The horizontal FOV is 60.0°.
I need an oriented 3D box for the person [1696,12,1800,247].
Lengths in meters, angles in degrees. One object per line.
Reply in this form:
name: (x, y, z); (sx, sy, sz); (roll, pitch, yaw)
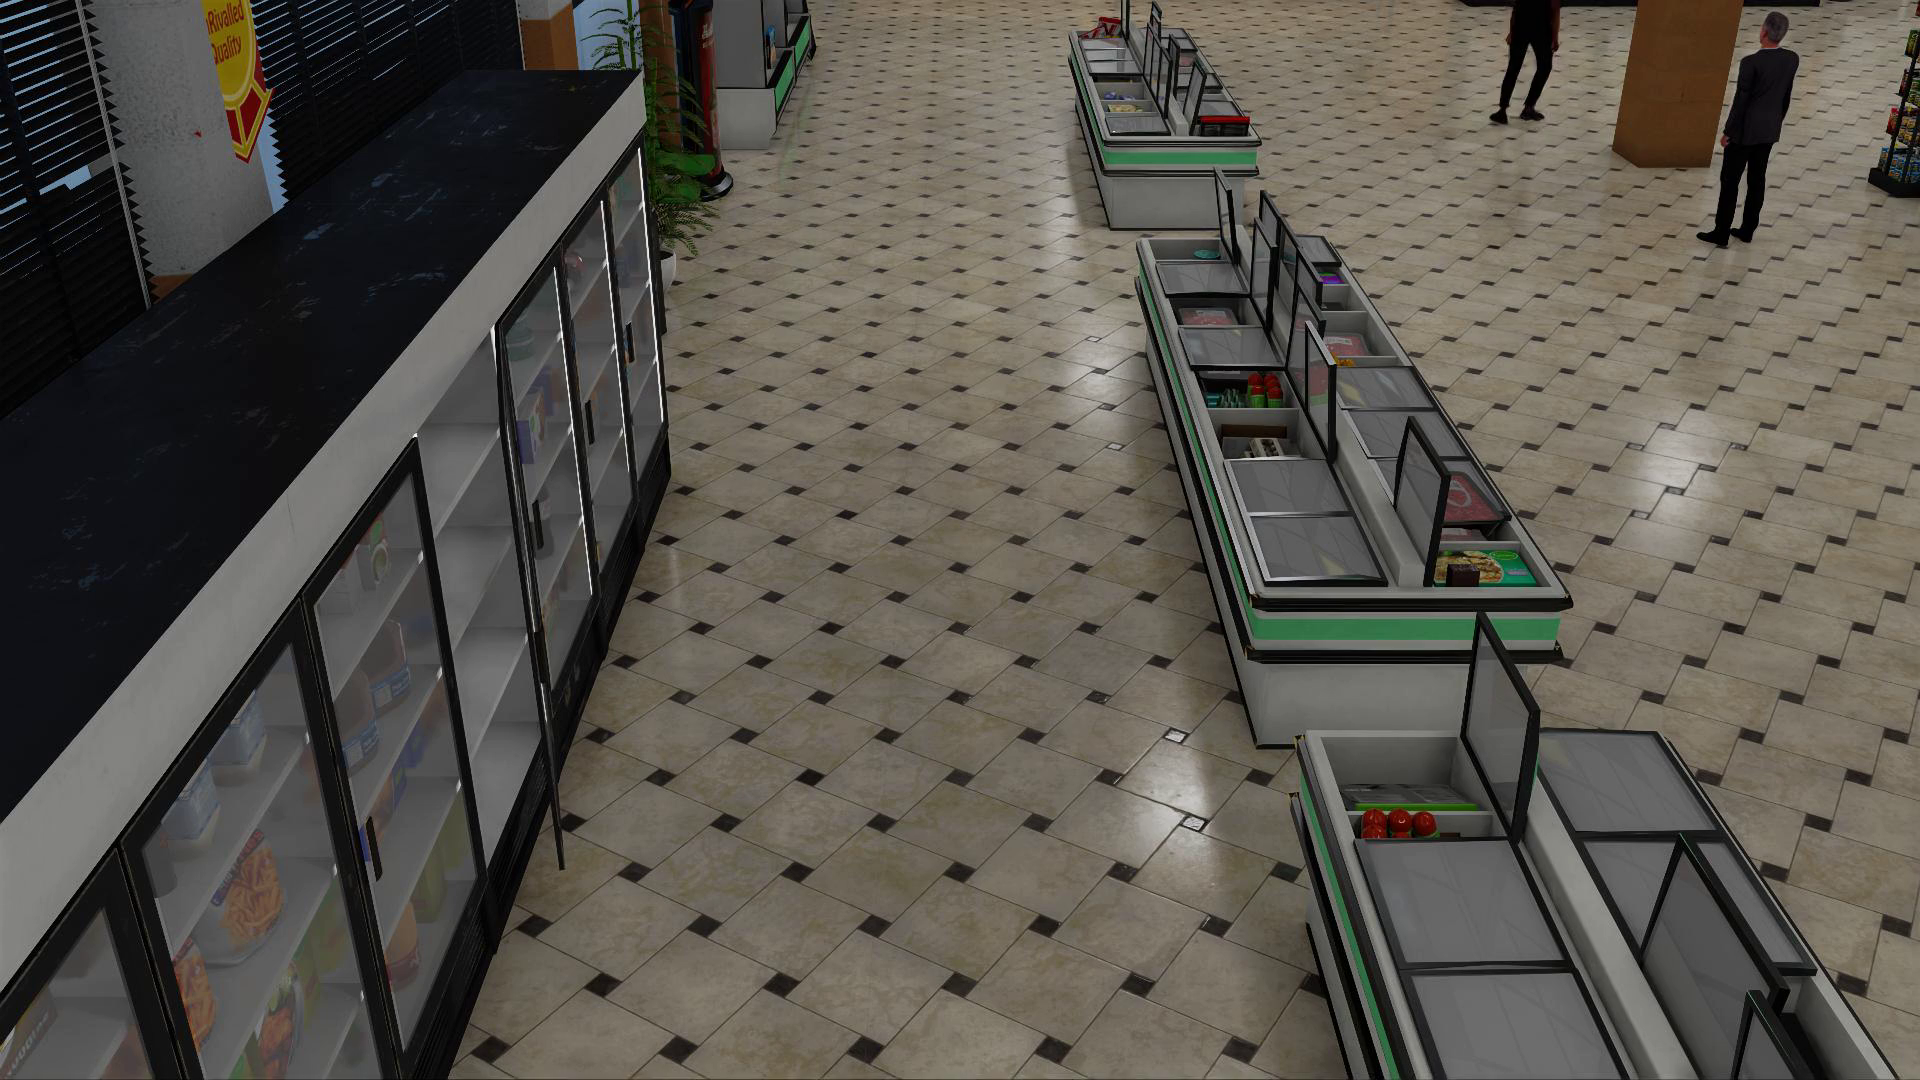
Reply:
person: (6.373, -3.304, 13.375); (0.788, 1.842, 0.723); (-8, 28, -16)

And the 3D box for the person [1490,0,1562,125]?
person: (5.880, -5.207, 17.177); (0.896, 1.797, 0.961); (18, 32, 32)
